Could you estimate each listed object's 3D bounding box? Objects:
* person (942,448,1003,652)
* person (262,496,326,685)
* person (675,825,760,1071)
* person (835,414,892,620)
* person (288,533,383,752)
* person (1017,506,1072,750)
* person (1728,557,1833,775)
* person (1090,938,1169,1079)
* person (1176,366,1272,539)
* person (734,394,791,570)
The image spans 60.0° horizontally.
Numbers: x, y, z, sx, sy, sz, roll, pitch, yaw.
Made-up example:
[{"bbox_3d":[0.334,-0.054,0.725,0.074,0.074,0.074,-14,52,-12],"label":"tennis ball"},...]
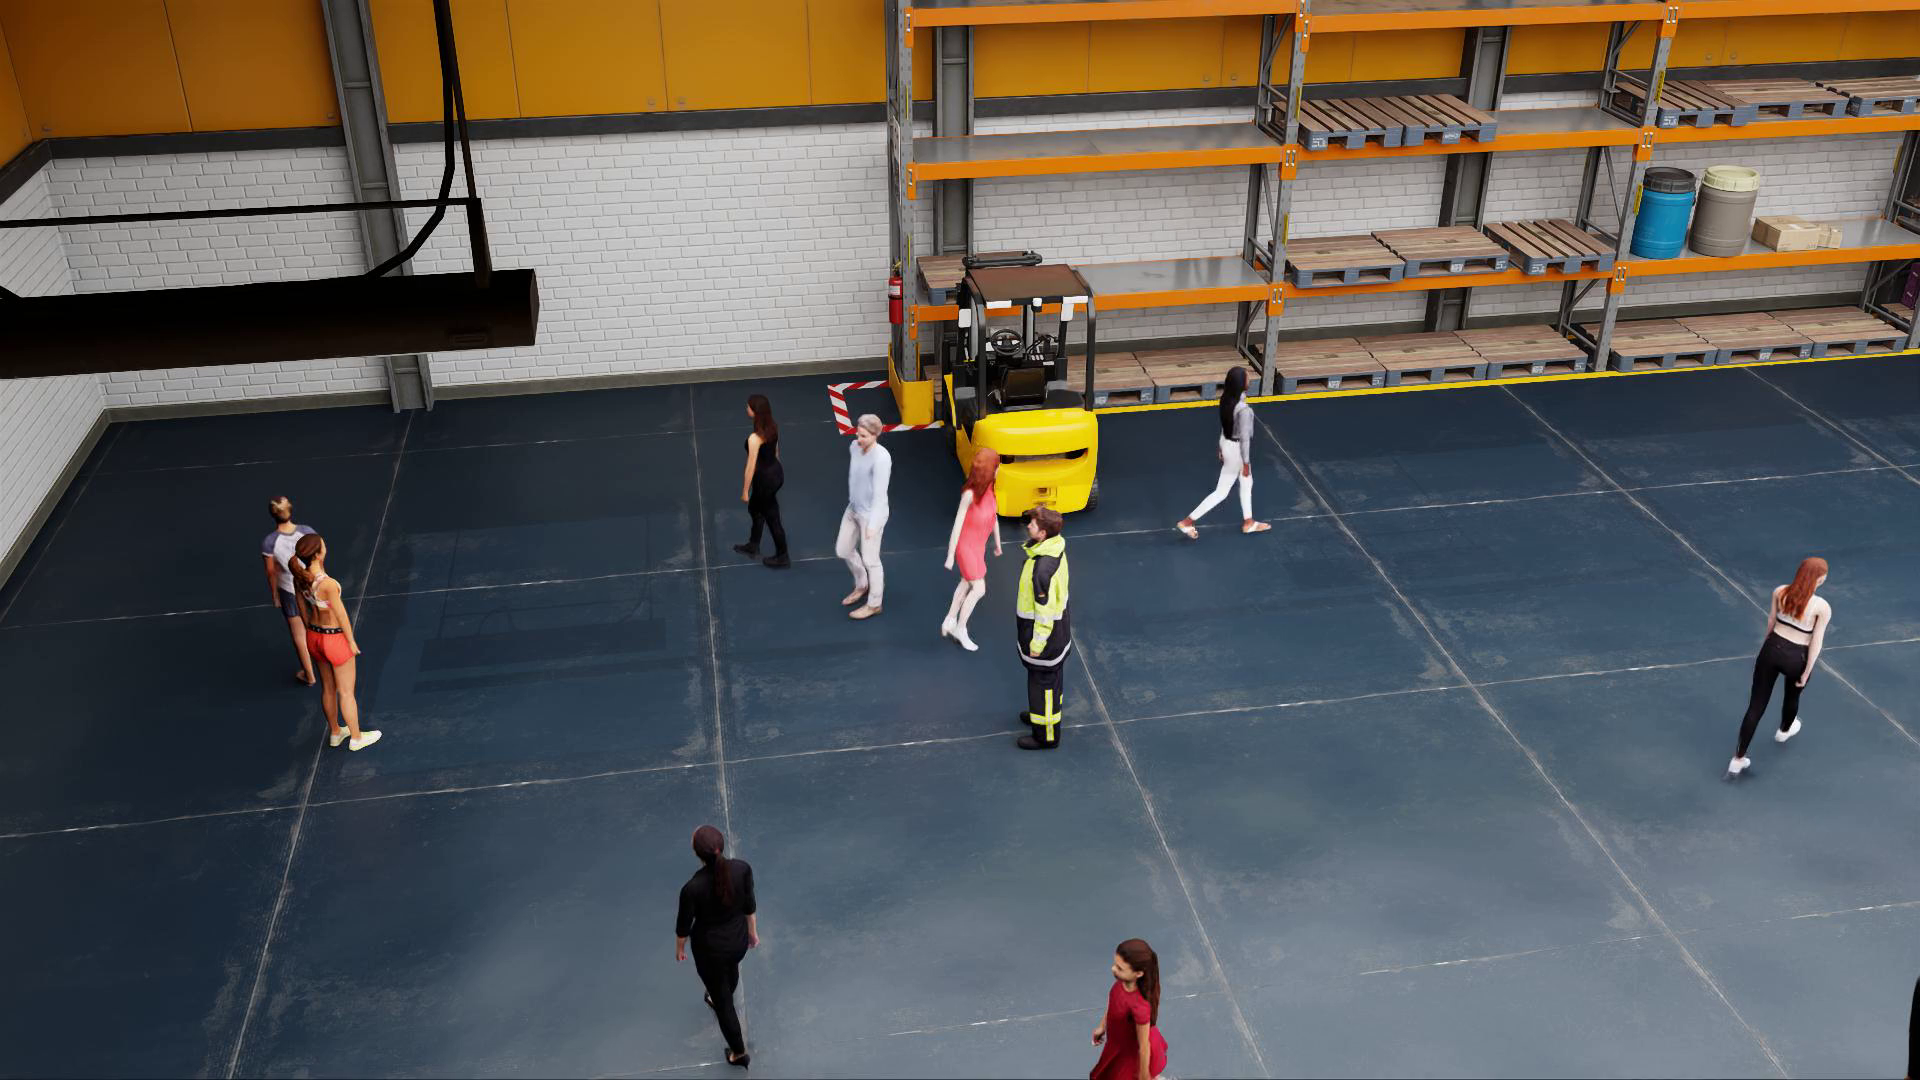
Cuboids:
[{"bbox_3d":[0.019,0.082,13.518,0.858,1.789,0.795,19,34,31],"label":"person"},{"bbox_3d":[-5.180,0.400,13.109,0.652,1.622,0.787,-22,36,-34],"label":"person"},{"bbox_3d":[-1.319,2.374,9.474,0.949,1.638,0.925,-21,35,-33],"label":"person"},{"bbox_3d":[-0.722,-0.220,13.978,0.802,1.878,0.799,-15,32,-25],"label":"person"},{"bbox_3d":[-4.658,0.756,12.280,0.660,1.791,0.744,12,31,21],"label":"person"},{"bbox_3d":[0.624,0.635,12.302,0.771,1.983,0.844,4,29,7],"label":"person"},{"bbox_3d":[5.913,0.934,12.058,1.248,1.692,1.022,-23,36,-35],"label":"person"},{"bbox_3d":[0.999,2.726,8.953,1.080,1.519,0.586,-3,29,-5],"label":"person"},{"bbox_3d":[2.417,-0.751,15.151,1.146,1.688,0.587,-5,29,-8],"label":"person"},{"bbox_3d":[-1.639,-0.487,14.681,0.928,1.675,0.807,8,30,15],"label":"person"}]
